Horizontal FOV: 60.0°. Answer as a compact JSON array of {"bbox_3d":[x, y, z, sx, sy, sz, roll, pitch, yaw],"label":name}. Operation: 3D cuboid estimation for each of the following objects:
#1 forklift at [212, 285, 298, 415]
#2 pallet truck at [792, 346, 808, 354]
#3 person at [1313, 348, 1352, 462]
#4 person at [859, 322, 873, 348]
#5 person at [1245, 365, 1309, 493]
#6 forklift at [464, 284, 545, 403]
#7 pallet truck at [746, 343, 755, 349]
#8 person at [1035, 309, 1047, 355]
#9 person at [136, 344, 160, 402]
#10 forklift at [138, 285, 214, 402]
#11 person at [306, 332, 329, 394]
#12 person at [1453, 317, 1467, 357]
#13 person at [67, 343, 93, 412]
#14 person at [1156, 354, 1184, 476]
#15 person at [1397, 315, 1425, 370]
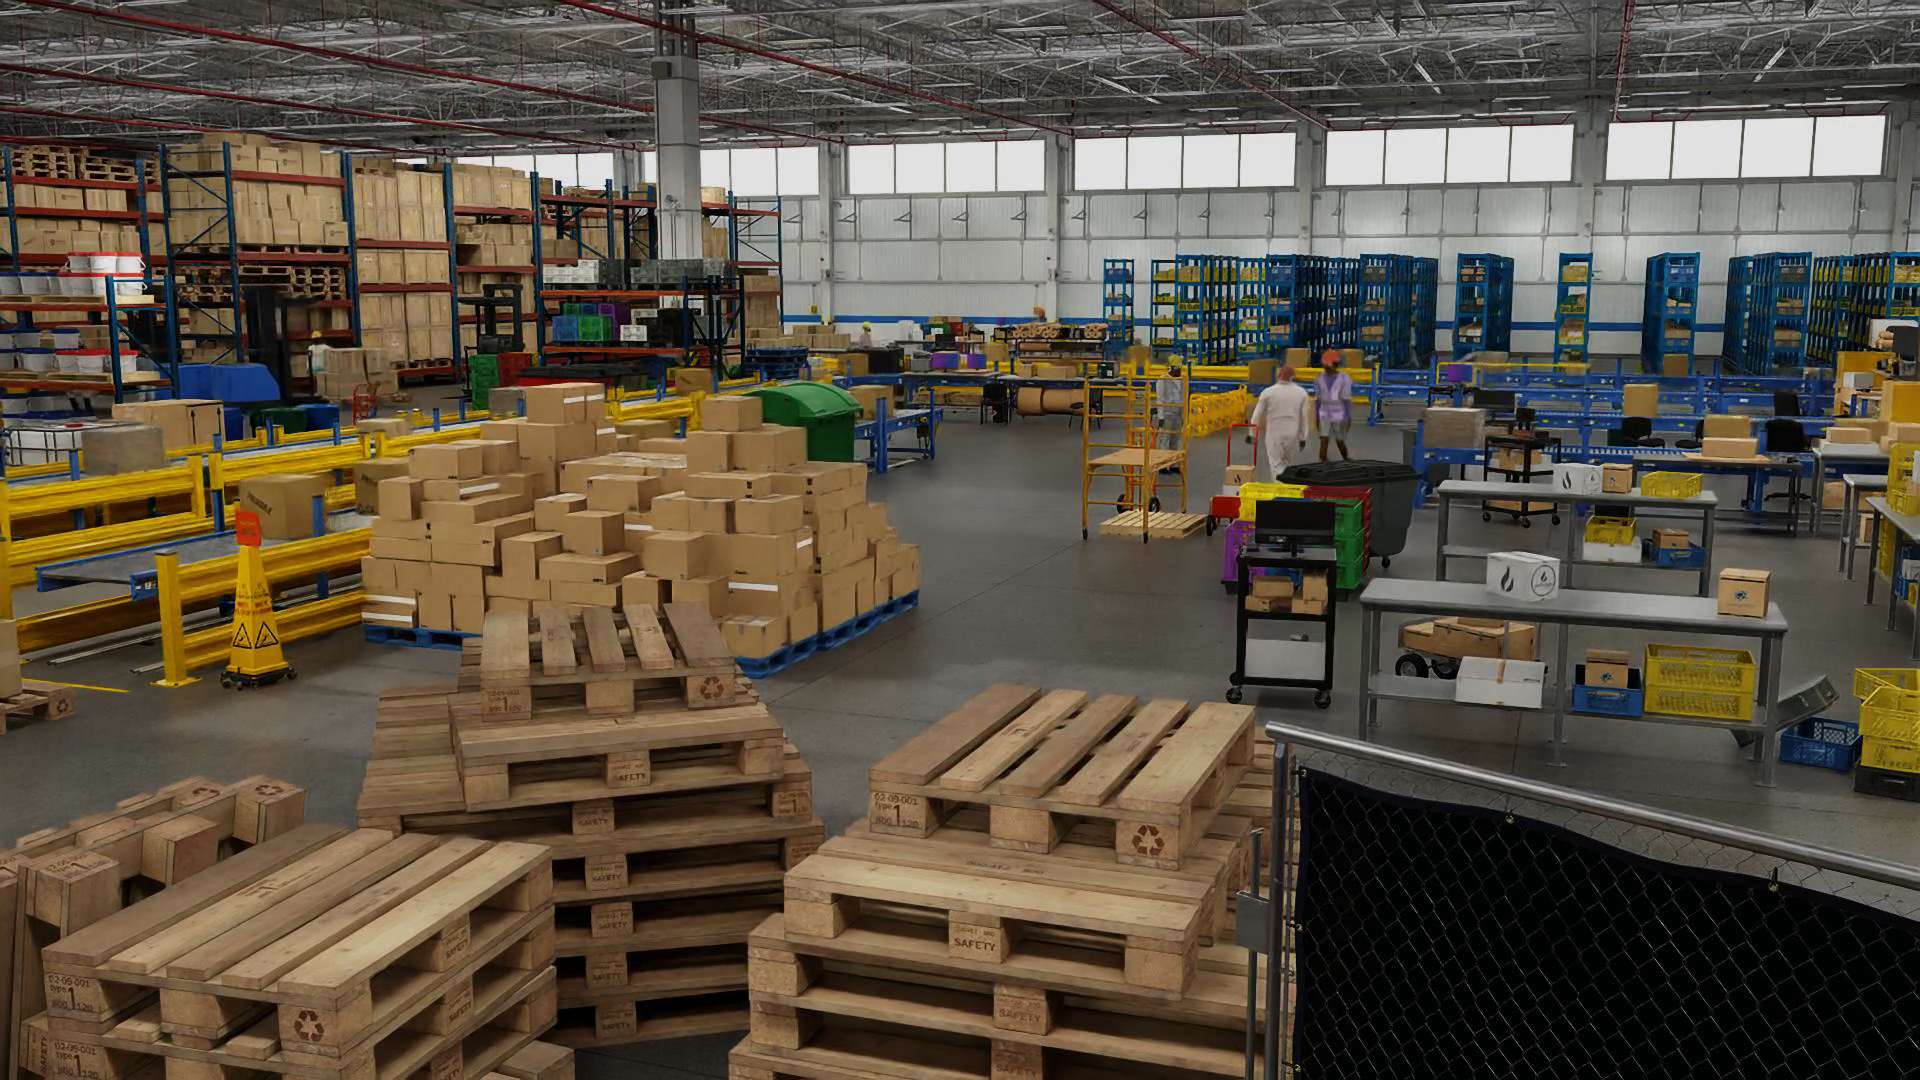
[{"bbox_3d":[-15.287,-4.188,36.384,1.129,2.768,1.873,9,12,43],"label":"forklift"},{"bbox_3d":[-3.705,-4.298,42.022,0.653,1.274,1.630,3,10,20],"label":"pallet truck"},{"bbox_3d":[5.523,-1.842,24.477,0.617,1.994,0.948,6,11,33],"label":"person"},{"bbox_3d":[-2.622,-5.287,46.908,0.902,1.712,0.542,4,10,26],"label":"person"},{"bbox_3d":[4.156,-1.367,21.872,0.743,1.848,0.982,-1,9,-7],"label":"person"},{"bbox_3d":[-10.832,-4.702,39.610,1.129,2.768,1.873,3,10,20],"label":"forklift"},{"bbox_3d":[-6.183,-4.618,44.264,1.601,1.201,0.680,-9,12,-43],"label":"pallet truck"},{"bbox_3d":[2.535,-6.303,52.473,0.450,1.981,0.652,1,9,9],"label":"person"},{"bbox_3d":[-16.653,-3.193,34.064,0.273,1.629,0.509,4,10,26],"label":"person"},{"bbox_3d":[-17.480,-4.200,36.461,1.873,2.768,1.129,3,10,19],"label":"forklift"},{"bbox_3d":[-15.100,-4.050,39.177,0.542,1.713,0.923,2,9,13],"label":"person"},{"bbox_3d":[16.270,-6.432,53.904,0.588,1.794,0.995,2,9,10],"label":"person"},{"bbox_3d":[-17.786,-3.147,33.622,0.593,1.662,0.548,7,11,36],"label":"person"},{"bbox_3d":[3.234,-1.902,25.304,0.586,1.835,0.403,-8,12,-41],"label":"person"},{"bbox_3d":[14.074,-6.129,52.036,0.909,1.779,0.578,4,10,23],"label":"person"}]
